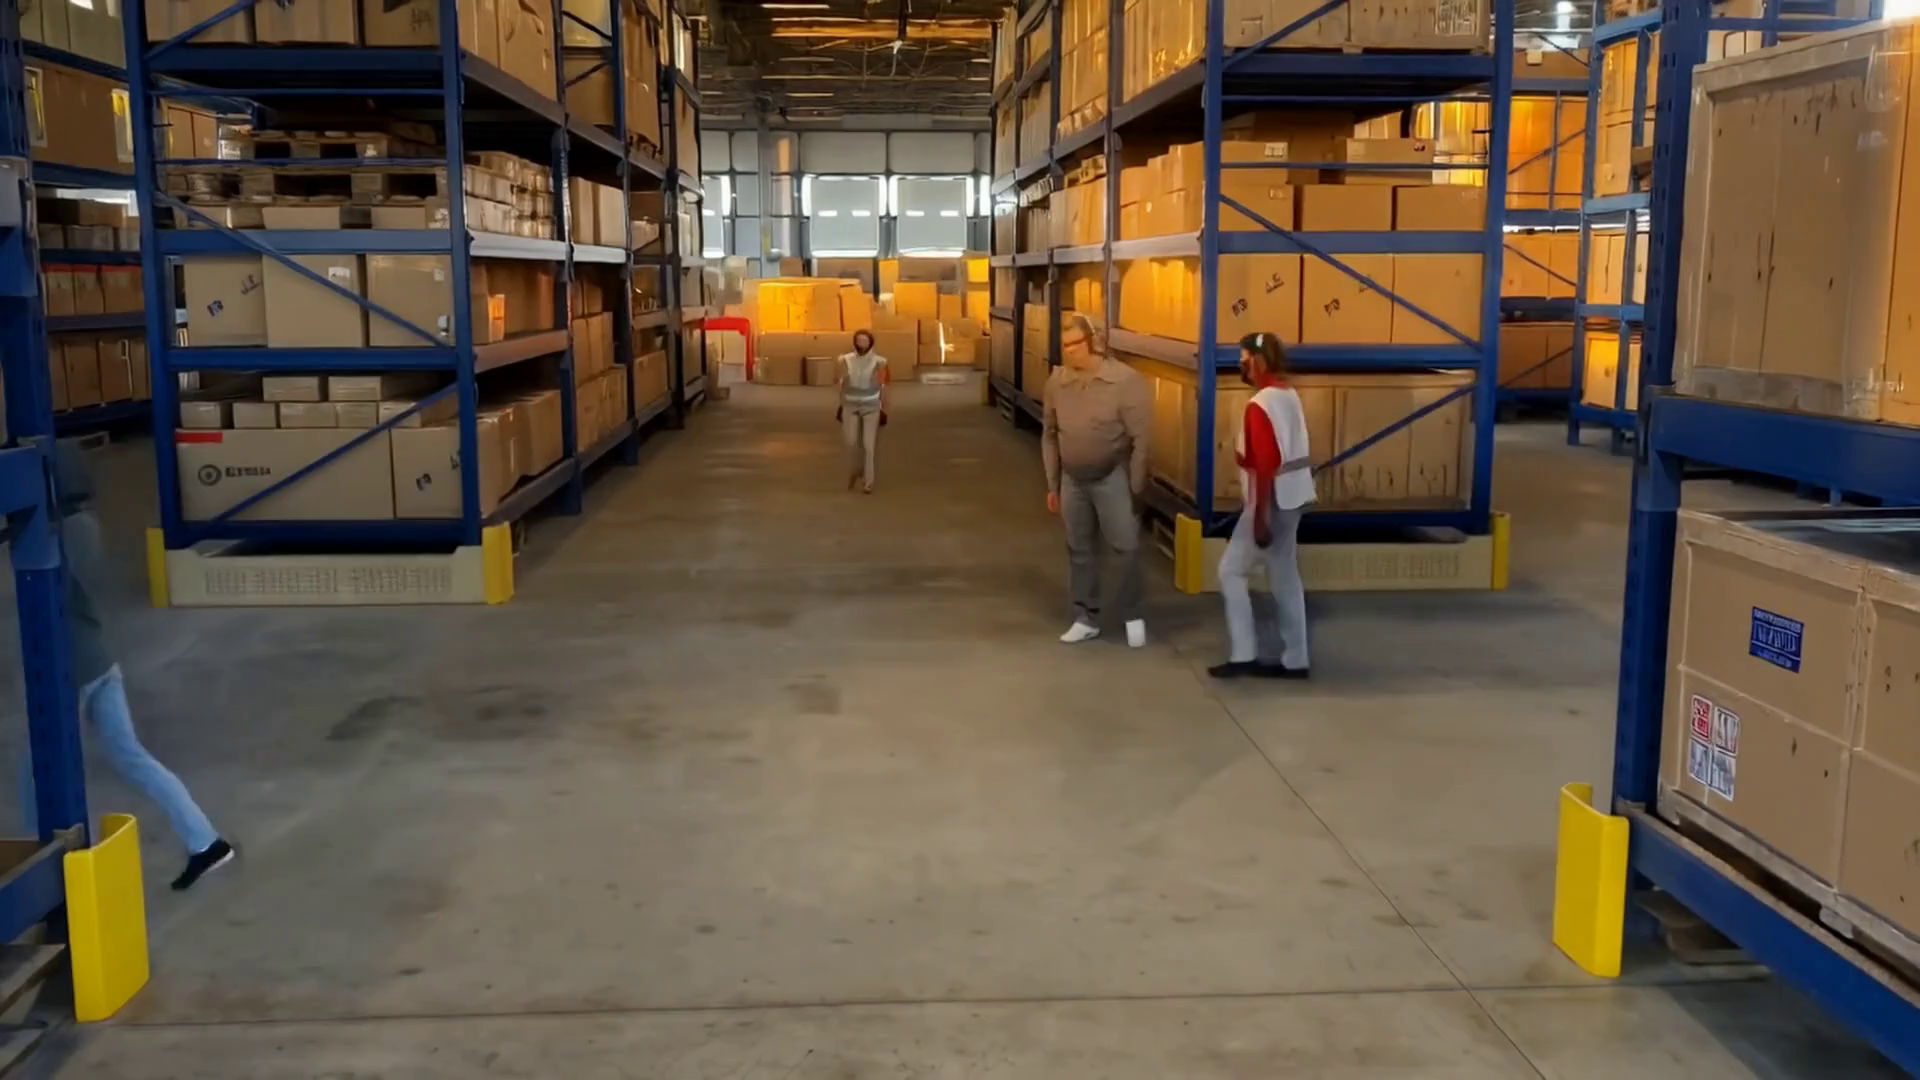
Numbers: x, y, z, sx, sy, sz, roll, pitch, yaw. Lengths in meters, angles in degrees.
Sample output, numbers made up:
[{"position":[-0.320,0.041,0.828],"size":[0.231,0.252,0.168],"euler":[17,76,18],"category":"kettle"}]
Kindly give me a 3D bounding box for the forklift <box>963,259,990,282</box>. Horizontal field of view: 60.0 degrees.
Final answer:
[{"position":[0.502,-7.134,49.122],"size":[1.129,2.768,1.873],"euler":[-2,9,-11],"category":"forklift"}]

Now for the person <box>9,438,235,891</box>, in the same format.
[{"position":[-2.917,0.443,5.566],"size":[0.836,1.598,0.494],"euler":[-1,9,-4],"category":"person"}]

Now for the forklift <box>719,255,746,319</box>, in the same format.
[{"position":[-7.876,-8.525,57.858],"size":[1.129,2.768,1.873],"euler":[-9,12,-43],"category":"forklift"}]

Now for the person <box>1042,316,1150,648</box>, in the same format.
[{"position":[0.766,-0.324,9.477],"size":[0.672,1.888,0.427],"euler":[5,11,31],"category":"person"}]

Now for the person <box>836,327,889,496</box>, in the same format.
[{"position":[-0.941,-1.236,16.014],"size":[0.533,1.622,0.368],"euler":[2,9,10],"category":"person"}]

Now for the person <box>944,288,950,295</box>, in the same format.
[{"position":[-0.534,-9.058,65.190],"size":[0.837,1.592,0.548],"euler":[-8,12,-41],"category":"person"}]

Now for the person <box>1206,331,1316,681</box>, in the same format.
[{"position":[1.553,-0.165,8.677],"size":[0.649,1.825,0.566],"euler":[6,11,32],"category":"person"}]

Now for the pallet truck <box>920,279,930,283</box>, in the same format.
[{"position":[-0.932,-8.922,63.114],"size":[1.885,1.965,0.823],"euler":[2,9,13],"category":"pallet truck"}]
